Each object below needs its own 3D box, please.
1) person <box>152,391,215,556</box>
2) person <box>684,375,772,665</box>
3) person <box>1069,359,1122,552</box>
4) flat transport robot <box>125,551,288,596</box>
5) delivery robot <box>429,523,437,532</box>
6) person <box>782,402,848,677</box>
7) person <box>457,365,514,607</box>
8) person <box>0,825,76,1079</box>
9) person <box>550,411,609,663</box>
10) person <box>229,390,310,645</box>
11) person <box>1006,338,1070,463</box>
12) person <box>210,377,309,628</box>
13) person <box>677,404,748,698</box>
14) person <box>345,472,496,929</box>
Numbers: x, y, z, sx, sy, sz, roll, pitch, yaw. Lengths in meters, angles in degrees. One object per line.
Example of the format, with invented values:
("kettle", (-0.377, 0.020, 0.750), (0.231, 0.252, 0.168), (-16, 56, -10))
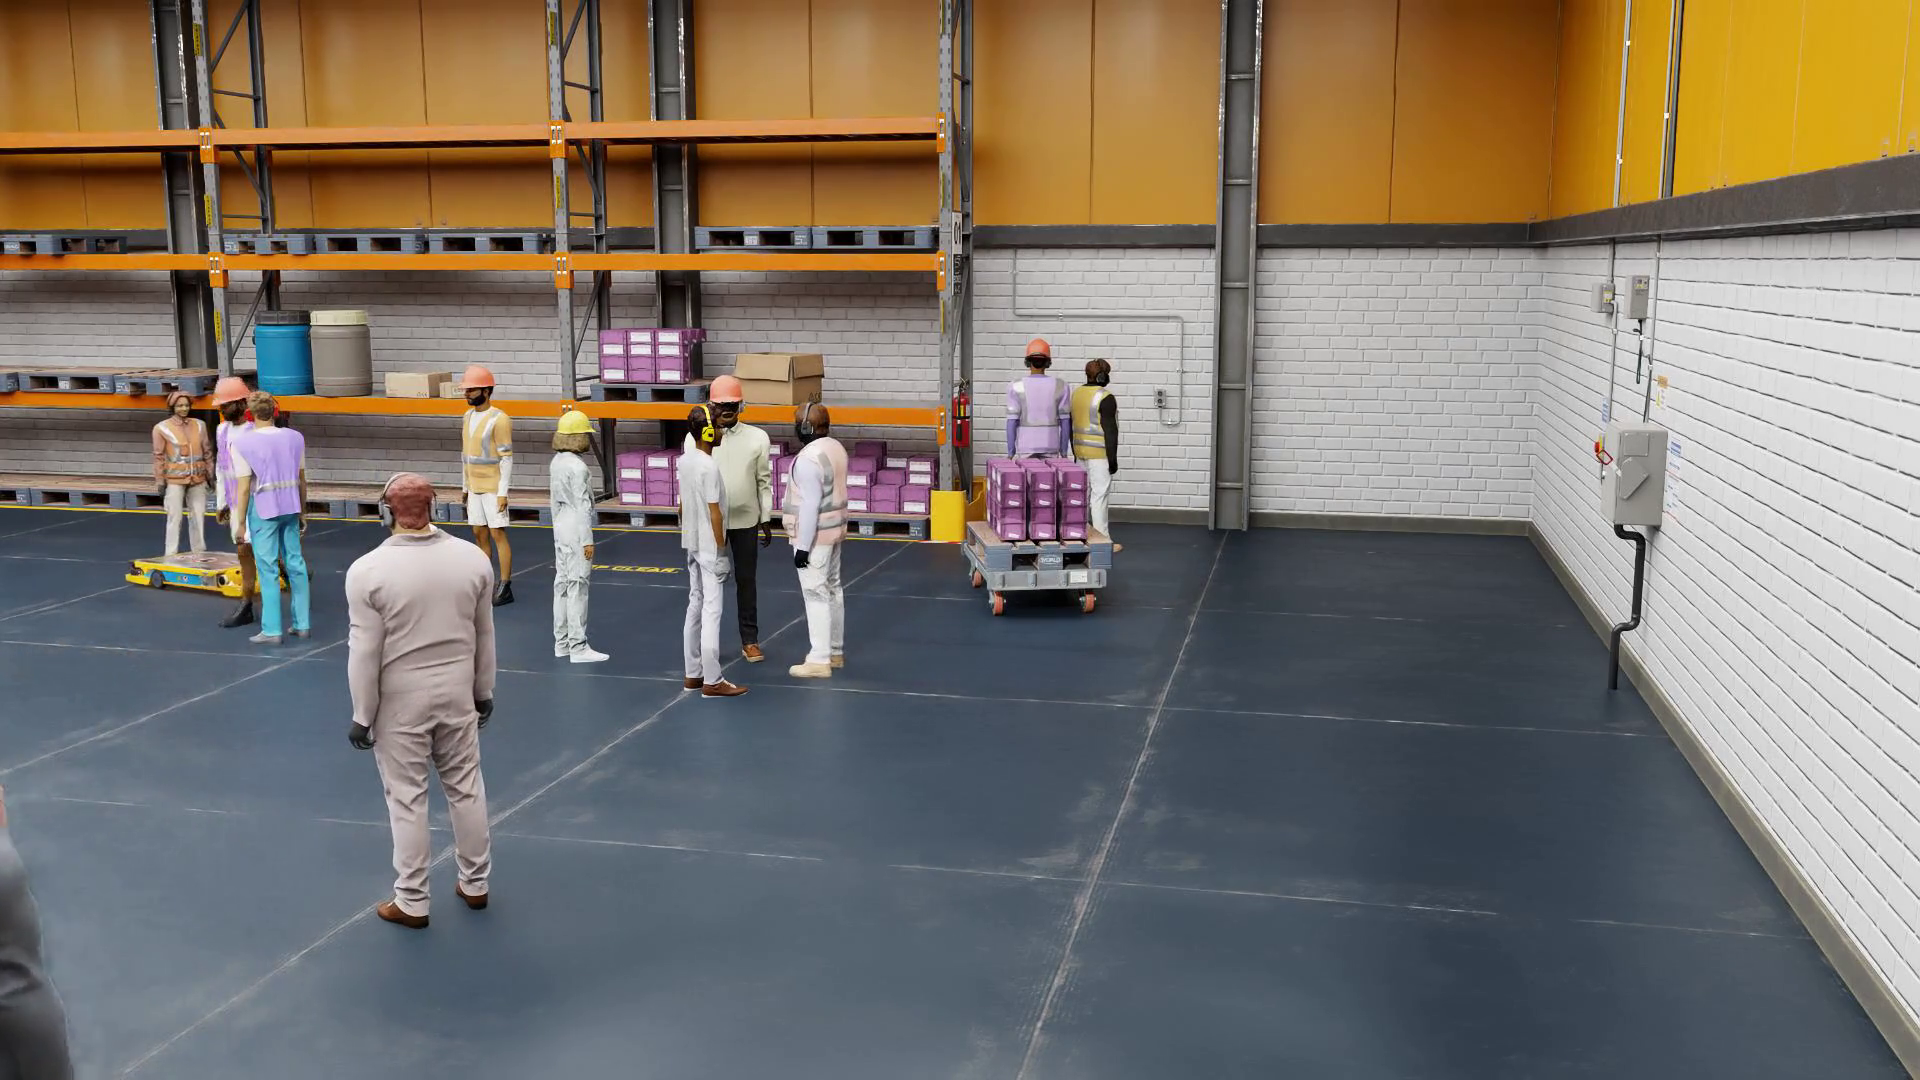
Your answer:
("person", (-6.878, -0.510, 14.746), (0.318, 1.629, 0.518), (6, 11, 32))
("person", (-1.591, -0.137, 11.454), (0.613, 1.994, 0.381), (-3, 10, -17))
("person", (1.296, -0.803, 15.848), (0.430, 1.845, 0.622), (-6, 11, -33))
("flat transport robot", (-6.345, 0.268, 14.147), (1.431, 0.197, 0.652), (5, 11, 27))
("delivery robot", (-4.714, 0.011, 14.531), (0.477, 0.478, 0.707), (-6, 11, -29))
("person", (-0.971, -0.006, 11.129), (0.429, 1.841, 0.634), (3, 10, 15))
("person", (-3.822, -0.430, 13.356), (0.543, 1.939, 0.360), (7, 12, 36))
("person", (-2.261, 1.216, 3.797), (0.639, 1.879, 0.983), (8, 13, 41))
("person", (-2.659, -0.027, 11.545), (0.310, 1.743, 0.493), (-7, 12, -35))
("person", (-4.962, -0.155, 12.018), (0.393, 1.840, 0.564), (6, 11, 33))
("person", (0.724, -0.867, 15.632), (0.609, 2.044, 0.396), (-1, 10, -5))
("person", (-5.414, -0.315, 12.811), (0.558, 1.906, 0.825), (5, 11, 28))
("person", (-1.604, 0.068, 10.608), (0.329, 1.872, 0.509), (-7, 12, -35))
("person", (-2.266, 0.663, 6.985), (0.652, 1.904, 0.402), (-9, 13, -44))
